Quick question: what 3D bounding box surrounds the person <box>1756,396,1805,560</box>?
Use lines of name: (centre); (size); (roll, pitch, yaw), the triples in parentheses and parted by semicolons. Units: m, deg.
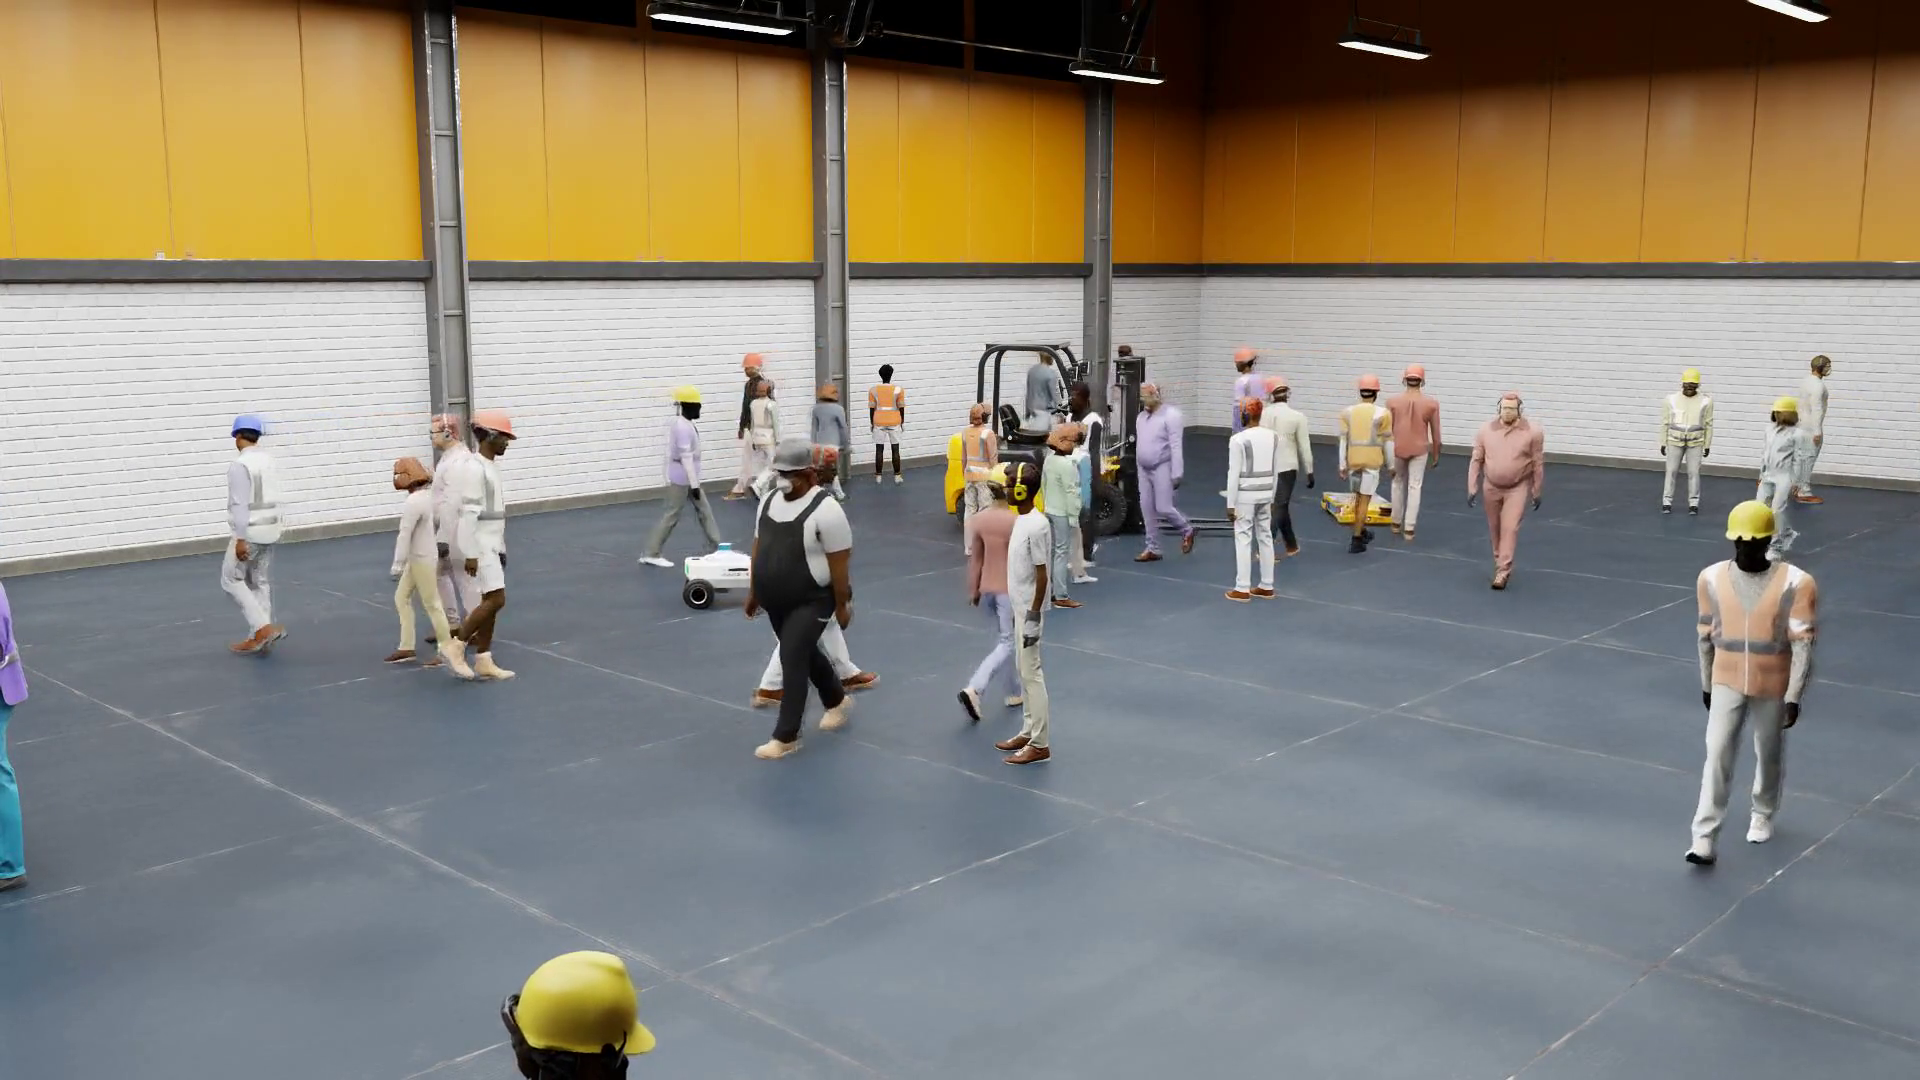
person: (8.585, -0.649, 17.348); (0.457, 1.728, 0.503); (-3, 10, -19)

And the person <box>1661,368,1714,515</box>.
person: (8.969, -1.213, 20.544); (0.595, 1.823, 0.403); (4, 10, 24)

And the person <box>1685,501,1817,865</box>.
person: (4.054, 0.723, 8.553); (0.591, 1.861, 1.040); (7, 12, 37)

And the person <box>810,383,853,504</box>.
person: (-1.648, -1.196, 21.140); (0.497, 1.586, 0.873); (7, 12, 38)

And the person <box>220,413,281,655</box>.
person: (-5.575, -0.042, 13.099); (0.414, 1.902, 0.662); (0, 9, 2)

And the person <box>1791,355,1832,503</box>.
person: (11.057, -1.435, 21.579); (0.366, 1.934, 0.629); (3, 10, 16)

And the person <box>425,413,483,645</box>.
person: (-4.120, -0.069, 13.309); (0.635, 1.883, 0.679); (-3, 10, -18)

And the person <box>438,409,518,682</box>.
person: (-3.503, 0.048, 12.248); (0.491, 2.002, 0.682); (0, 9, -2)

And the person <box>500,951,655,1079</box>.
person: (-0.732, 1.642, 3.217); (0.319, 1.763, 0.522); (-2, 9, -10)

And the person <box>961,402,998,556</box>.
person: (0.210, -0.621, 17.453); (0.310, 1.642, 0.514); (-8, 12, -42)

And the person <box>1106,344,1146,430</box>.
person: (2.661, -2.210, 26.612); (0.672, 1.834, 0.472); (5, 10, 26)

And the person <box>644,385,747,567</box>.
person: (-2.754, -0.647, 16.936); (1.032, 1.868, 0.595); (0, 9, 0)

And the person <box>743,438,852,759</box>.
person: (-0.977, 0.296, 10.607); (0.680, 2.000, 0.986); (9, 13, 42)

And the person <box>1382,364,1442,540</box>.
person: (5.135, -1.020, 18.920); (0.662, 1.951, 0.944); (3, 10, 15)

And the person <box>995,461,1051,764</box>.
person: (0.397, 0.445, 10.229); (0.313, 1.866, 0.538); (-1, 9, -7)

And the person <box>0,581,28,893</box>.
person: (-4.751, 0.803, 8.092); (0.390, 1.847, 0.566); (-6, 11, -30)

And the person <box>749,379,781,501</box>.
person: (-2.529, -1.252, 21.353); (0.528, 1.622, 0.469); (8, 12, 42)

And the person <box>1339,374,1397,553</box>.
person: (4.437, -0.836, 17.987); (0.553, 1.896, 0.920); (7, 12, 38)

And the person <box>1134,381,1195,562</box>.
person: (2.097, -0.715, 17.283); (0.627, 1.876, 0.676); (-6, 11, -34)

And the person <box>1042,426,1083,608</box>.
person: (0.907, -0.209, 14.951); (0.279, 1.633, 0.499); (-4, 10, -24)

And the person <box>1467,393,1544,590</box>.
person: (5.238, -0.492, 16.012); (0.662, 1.858, 0.989); (6, 11, 31)

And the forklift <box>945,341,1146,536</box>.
forklift: (0.977, -1.223, 19.452); (2.313, 2.155, 1.214); (2, 9, 11)

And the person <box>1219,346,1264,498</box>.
person: (3.799, -1.526, 21.821); (0.776, 2.025, 0.626); (8, 13, 42)

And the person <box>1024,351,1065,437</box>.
person: (1.300, -1.884, 24.417); (0.986, 1.890, 0.652); (-5, 10, -27)

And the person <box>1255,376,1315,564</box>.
person: (3.324, -0.735, 17.312); (0.643, 1.924, 1.059); (7, 12, 38)

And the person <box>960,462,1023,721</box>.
person: (0.264, 0.339, 11.274); (0.794, 1.741, 0.526); (-8, 12, -42)

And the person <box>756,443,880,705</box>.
person: (-1.028, 0.234, 11.651); (1.005, 1.830, 0.588); (-5, 11, -29)

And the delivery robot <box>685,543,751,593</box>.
delivery robot: (-2.121, 0.271, 15.018); (0.707, 0.478, 0.477); (-1, 9, -7)

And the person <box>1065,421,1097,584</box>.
person: (0.984, -0.329, 15.799); (0.781, 1.601, 0.531); (-5, 11, -29)

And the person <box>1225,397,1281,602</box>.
person: (2.672, -0.368, 15.193); (0.576, 1.876, 0.345); (-6, 11, -30)

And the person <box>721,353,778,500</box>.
person: (-2.663, -1.506, 22.040); (1.046, 1.945, 0.620); (-4, 10, -25)

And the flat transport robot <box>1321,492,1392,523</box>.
flat transport robot: (4.859, -0.408, 20.338); (0.652, 0.197, 1.431); (1, 9, 3)

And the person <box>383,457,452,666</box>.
person: (-4.191, 0.179, 12.640); (0.668, 1.604, 0.514); (-2, 10, -13)

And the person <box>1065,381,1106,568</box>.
person: (1.226, -0.652, 16.828); (0.452, 1.902, 0.621); (-5, 10, -28)

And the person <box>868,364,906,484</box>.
person: (-1.027, -1.631, 23.479); (0.533, 1.696, 0.318); (0, 9, 3)
